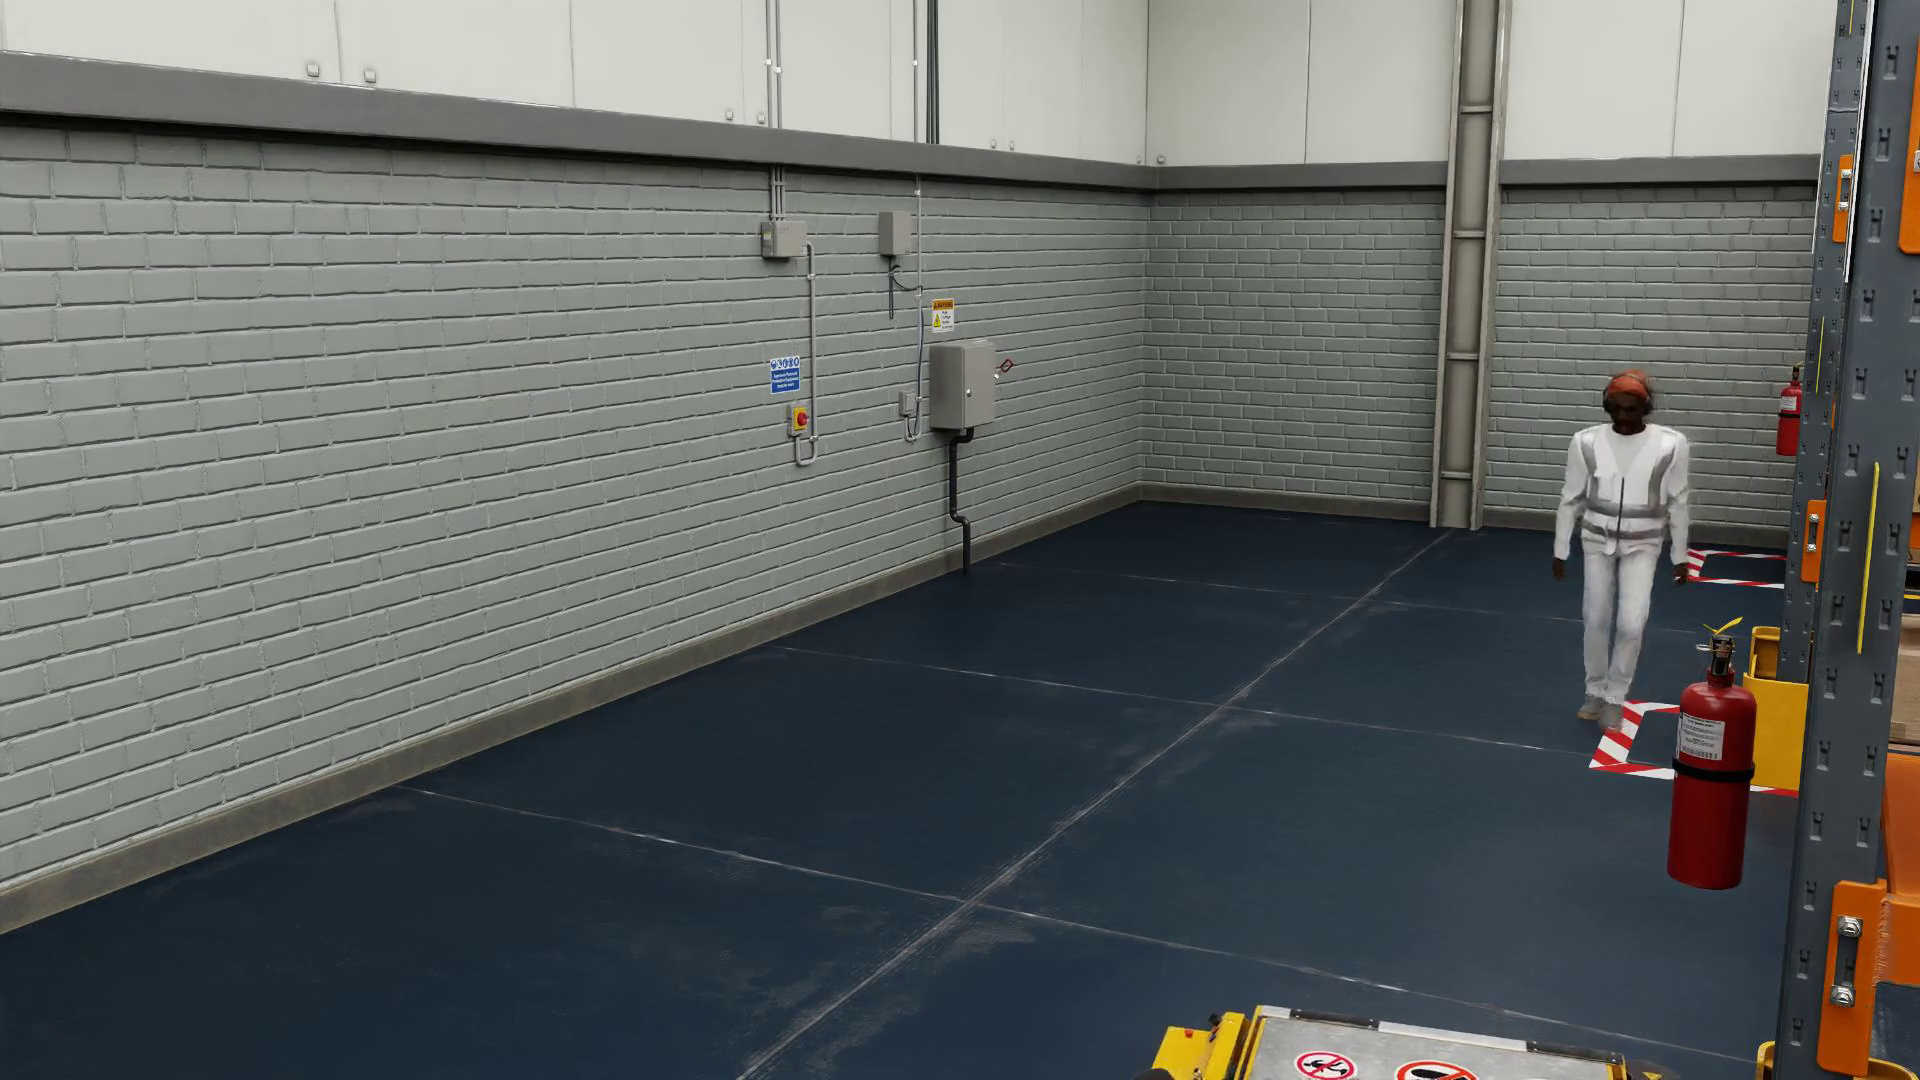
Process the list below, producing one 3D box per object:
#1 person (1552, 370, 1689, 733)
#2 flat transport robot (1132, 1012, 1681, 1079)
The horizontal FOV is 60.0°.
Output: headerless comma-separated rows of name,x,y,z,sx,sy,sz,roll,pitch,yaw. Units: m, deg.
person,3.351,0.059,8.449,0.642,1.845,0.672,6,12,30
flat transport robot,1.220,1.562,4.557,1.431,0.197,0.652,3,11,17
